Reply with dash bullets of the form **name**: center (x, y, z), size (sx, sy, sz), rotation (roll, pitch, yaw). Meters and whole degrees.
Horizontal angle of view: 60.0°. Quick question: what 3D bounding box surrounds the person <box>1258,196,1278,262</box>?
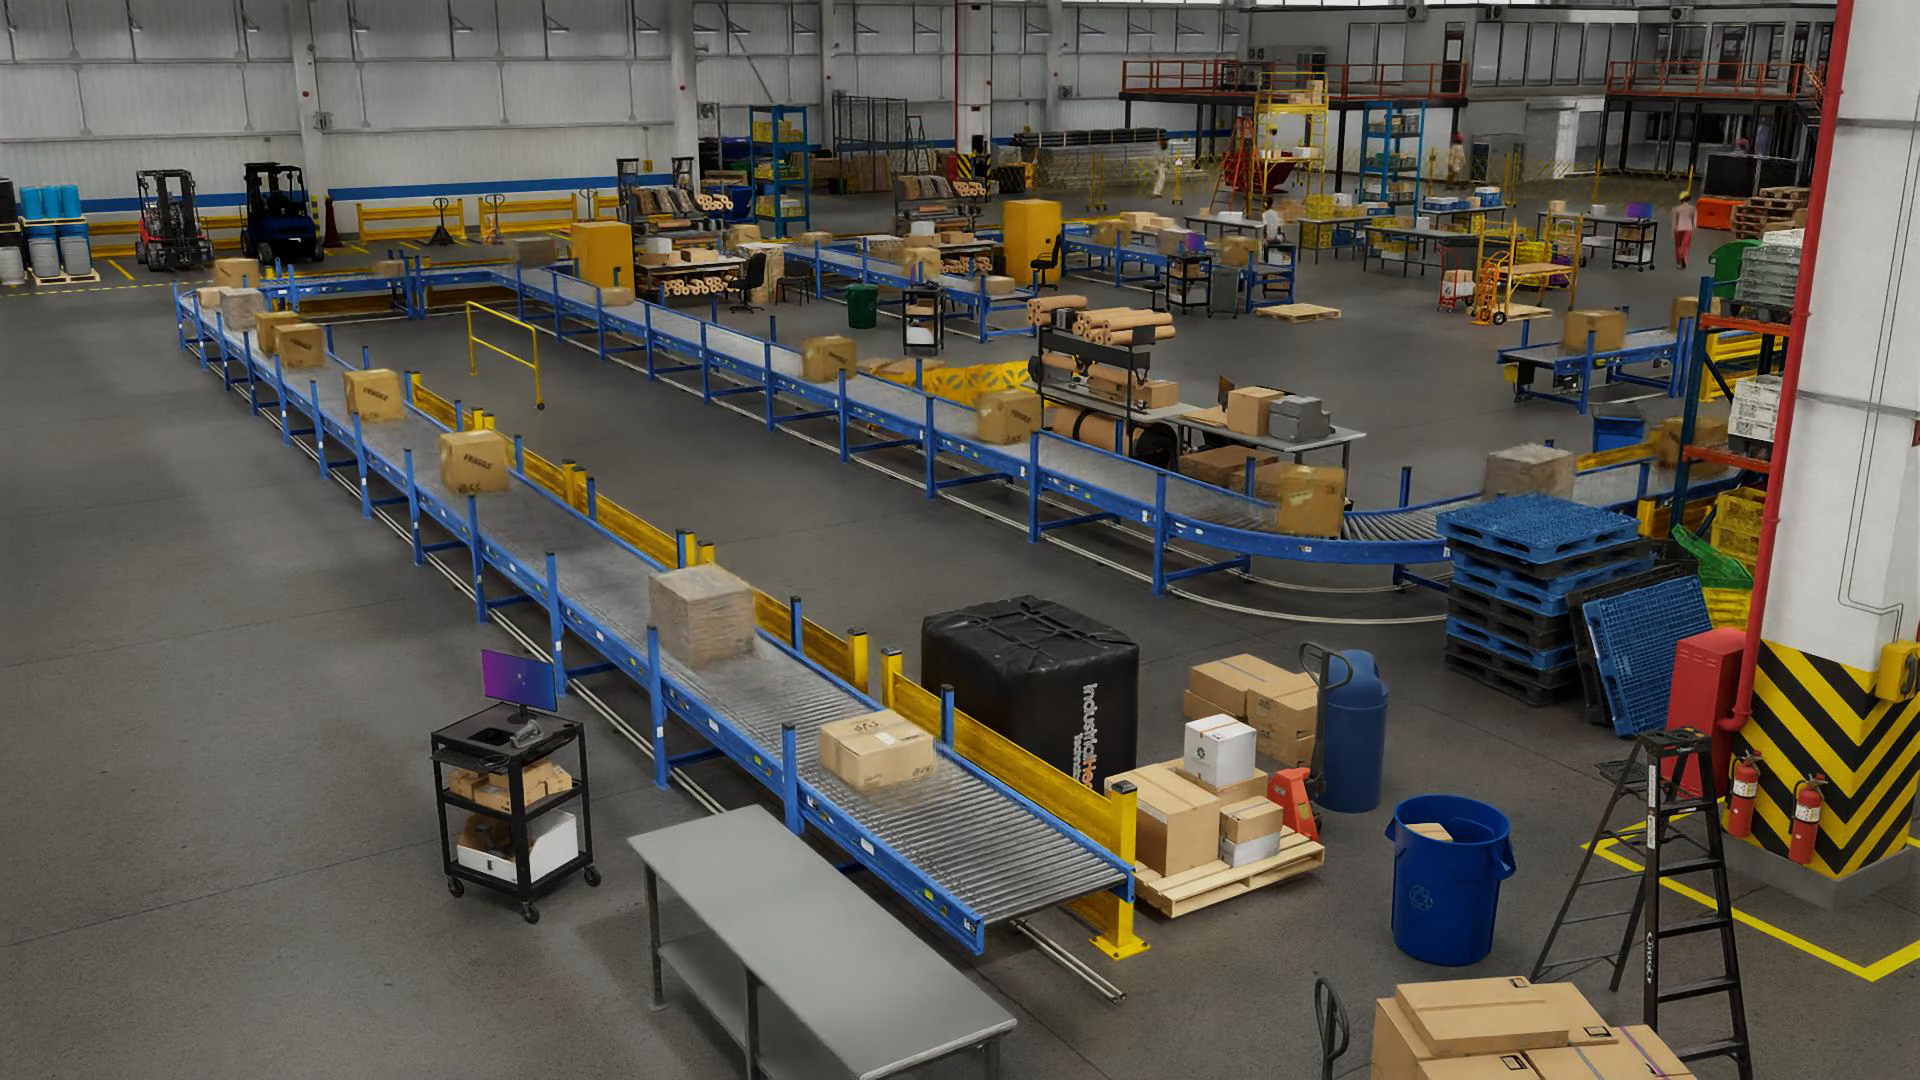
- **person**: center (6.461, -6.328, 35.088), size (0.512, 1.819, 0.984), rotation (-13, 21, -37)

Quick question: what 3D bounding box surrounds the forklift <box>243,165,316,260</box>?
- **forklift**: center (-15.898, -7.669, 38.708), size (1.157, 1.987, 2.680), rotation (-11, 20, -33)

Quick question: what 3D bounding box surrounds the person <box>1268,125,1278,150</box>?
- **person**: center (11.847, -14.923, 63.620), size (1.059, 1.869, 0.603), rotation (5, 17, 16)

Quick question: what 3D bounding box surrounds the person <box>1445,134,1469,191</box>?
- **person**: center (17.017, -12.858, 56.687), size (0.569, 1.882, 0.984), rotation (-15, 22, -40)

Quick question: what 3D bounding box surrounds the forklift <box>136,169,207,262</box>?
- **forklift**: center (-17.842, -7.318, 37.559), size (1.157, 1.987, 2.680), rotation (-10, 20, -31)

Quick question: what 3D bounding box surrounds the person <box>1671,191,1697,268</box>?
- **person**: center (16.167, -6.911, 37.176), size (0.523, 1.734, 0.650), rotation (6, 18, 20)

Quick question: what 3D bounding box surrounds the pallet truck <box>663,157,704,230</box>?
- **pallet truck**: center (-7.586, -9.308, 44.692), size (0.823, 1.965, 1.885), rotation (-11, 20, -33)

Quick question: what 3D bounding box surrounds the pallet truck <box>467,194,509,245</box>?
- **pallet truck**: center (-11.983, -8.177, 42.137), size (0.704, 1.261, 1.522), rotation (-11, 20, -33)

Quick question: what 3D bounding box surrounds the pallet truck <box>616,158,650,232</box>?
- **pallet truck**: center (-8.918, -9.176, 44.255), size (0.823, 1.965, 1.885), rotation (-9, 19, -27)

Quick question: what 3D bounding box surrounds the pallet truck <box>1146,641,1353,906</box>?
- **pallet truck**: center (1.664, 1.407, 10.232), size (1.630, 1.274, 0.653), rotation (-10, 20, -31)

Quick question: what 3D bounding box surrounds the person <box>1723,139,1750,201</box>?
- **person**: center (24.227, -11.470, 51.843), size (0.582, 2.025, 0.630), rotation (3, 17, 9)

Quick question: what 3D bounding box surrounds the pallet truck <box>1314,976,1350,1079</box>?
- **pallet truck**: center (2.299, 2.390, 7.086), size (1.601, 1.201, 0.680), rotation (-2, 17, -7)

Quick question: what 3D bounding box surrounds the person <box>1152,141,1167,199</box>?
- **person**: center (6.515, -12.031, 54.033), size (0.387, 1.833, 0.702), rotation (7, 18, 22)

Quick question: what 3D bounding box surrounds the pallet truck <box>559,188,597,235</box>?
- **pallet truck**: center (-10.010, -8.652, 43.699), size (0.653, 1.274, 1.630), rotation (-10, 20, -31)

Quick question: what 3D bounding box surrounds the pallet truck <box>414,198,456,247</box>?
- **pallet truck**: center (-13.250, -8.060, 41.856), size (0.680, 1.201, 1.601), rotation (-10, 20, -31)
